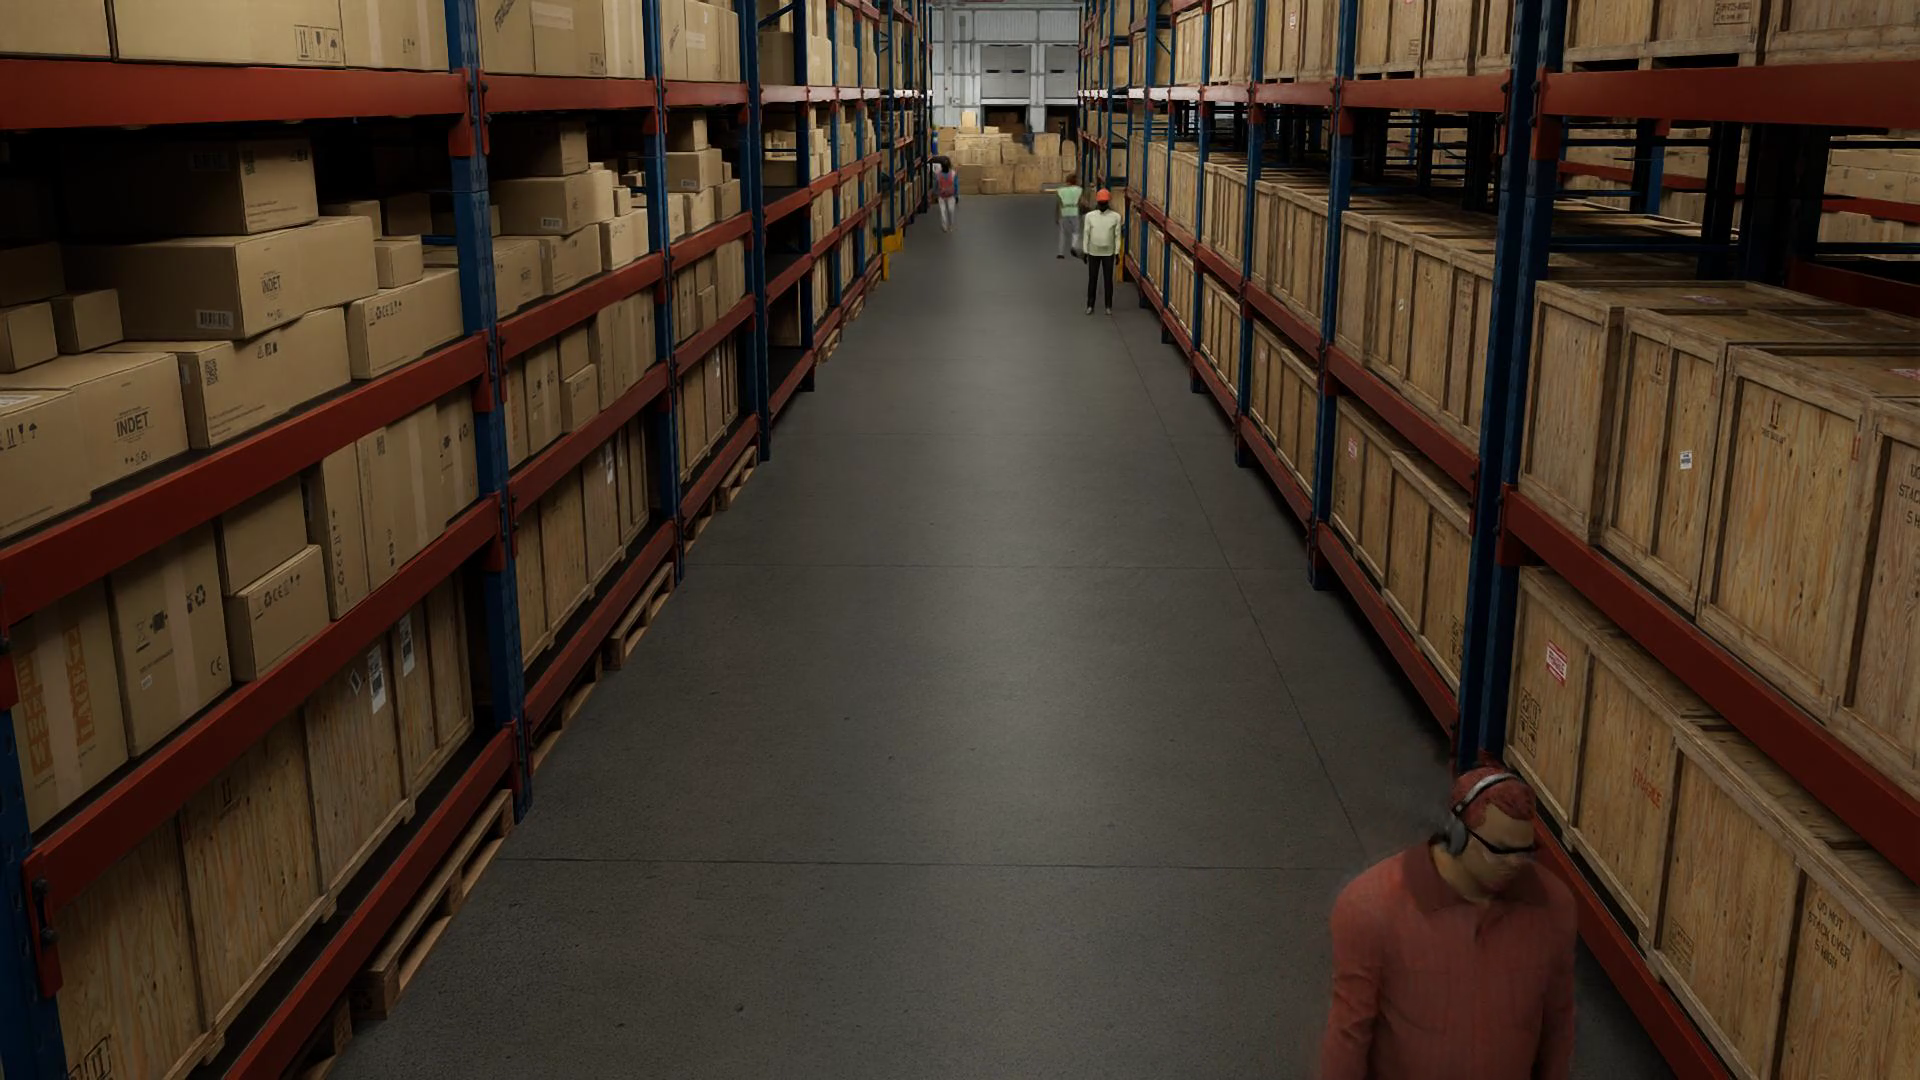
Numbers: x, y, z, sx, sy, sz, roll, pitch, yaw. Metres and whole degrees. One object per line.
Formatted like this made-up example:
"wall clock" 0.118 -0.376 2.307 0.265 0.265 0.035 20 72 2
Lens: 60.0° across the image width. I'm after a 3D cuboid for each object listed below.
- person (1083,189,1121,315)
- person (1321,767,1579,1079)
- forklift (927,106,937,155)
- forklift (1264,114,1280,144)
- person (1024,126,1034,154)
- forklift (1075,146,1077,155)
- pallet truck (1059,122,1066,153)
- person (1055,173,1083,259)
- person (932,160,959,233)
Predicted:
"person" 2.261 -4.598 26.573 0.609 1.997 0.375 3 15 10
"person" 1.241 1.436 4.342 0.680 1.882 0.557 -1 15 -5
"forklift" -1.913 -20.495 84.046 1.129 2.768 1.873 -5 16 -18
"forklift" 10.567 -13.450 57.835 1.129 2.768 1.873 11 19 36
"person" 3.460 -19.204 81.128 0.651 1.882 1.002 -4 15 -13
"forklift" 5.784 -18.123 75.220 1.129 2.768 1.873 -1 15 -5
"pallet truck" 5.788 -21.111 88.014 1.885 1.965 0.823 5 16 18
"person" 2.328 -6.915 35.517 0.633 1.824 0.481 0 15 0
"person" -0.372 -8.717 42.230 0.659 1.820 0.670 0 15 1
